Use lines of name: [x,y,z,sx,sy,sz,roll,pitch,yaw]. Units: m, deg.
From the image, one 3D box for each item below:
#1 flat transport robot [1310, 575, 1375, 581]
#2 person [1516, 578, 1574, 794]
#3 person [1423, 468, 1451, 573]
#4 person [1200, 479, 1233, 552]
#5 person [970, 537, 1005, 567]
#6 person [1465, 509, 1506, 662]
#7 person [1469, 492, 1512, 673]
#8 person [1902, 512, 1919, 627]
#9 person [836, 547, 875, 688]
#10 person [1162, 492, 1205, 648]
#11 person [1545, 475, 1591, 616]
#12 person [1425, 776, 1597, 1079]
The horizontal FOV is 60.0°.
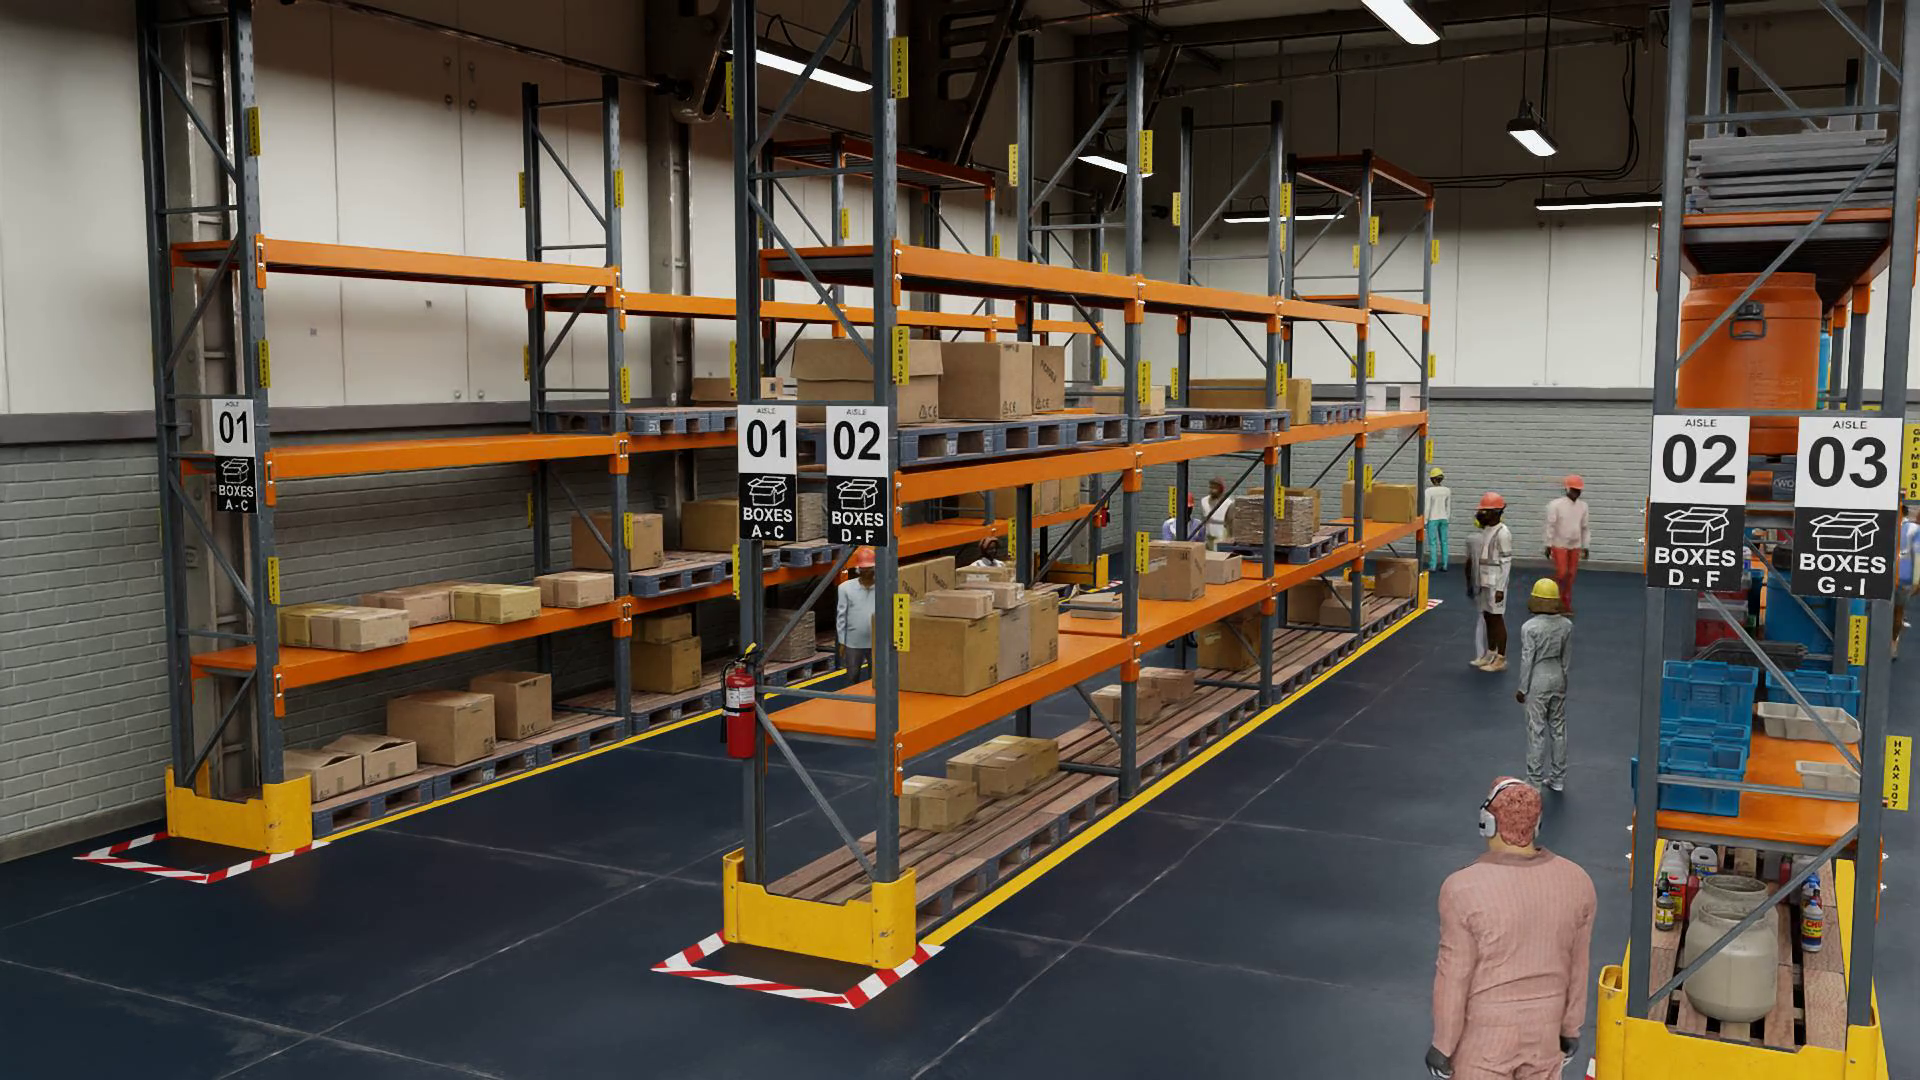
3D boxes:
flat transport robot: [5.883,0.687,25.320,1.431,0.197,0.652,-2,6,-17]
person: [4.719,1.178,13.468,0.486,1.744,0.294,-2,6,-22]
person: [8.017,-0.330,28.018,0.527,1.767,0.331,-2,6,-21]
person: [3.907,-0.040,25.109,0.889,1.802,0.602,-5,8,-42]
person: [0.294,0.778,17.853,0.511,1.641,0.309,-6,8,-44]
person: [6.071,0.542,19.238,0.560,1.825,0.508,5,8,41]
person: [5.996,0.481,18.796,0.384,2.041,0.615,0,6,-2]
person: [12.607,0.397,21.801,0.521,1.581,0.872,0,6,0]
person: [-0.888,0.941,15.711,0.562,1.753,0.327,-1,6,-12]
person: [2.751,0.365,20.432,0.542,1.939,0.364,-1,6,-8]
person: [8.423,0.084,22.991,0.638,1.971,0.448,-1,6,-13]
person: [2.048,1.836,6.276,0.651,1.907,0.409,-2,6,-16]
